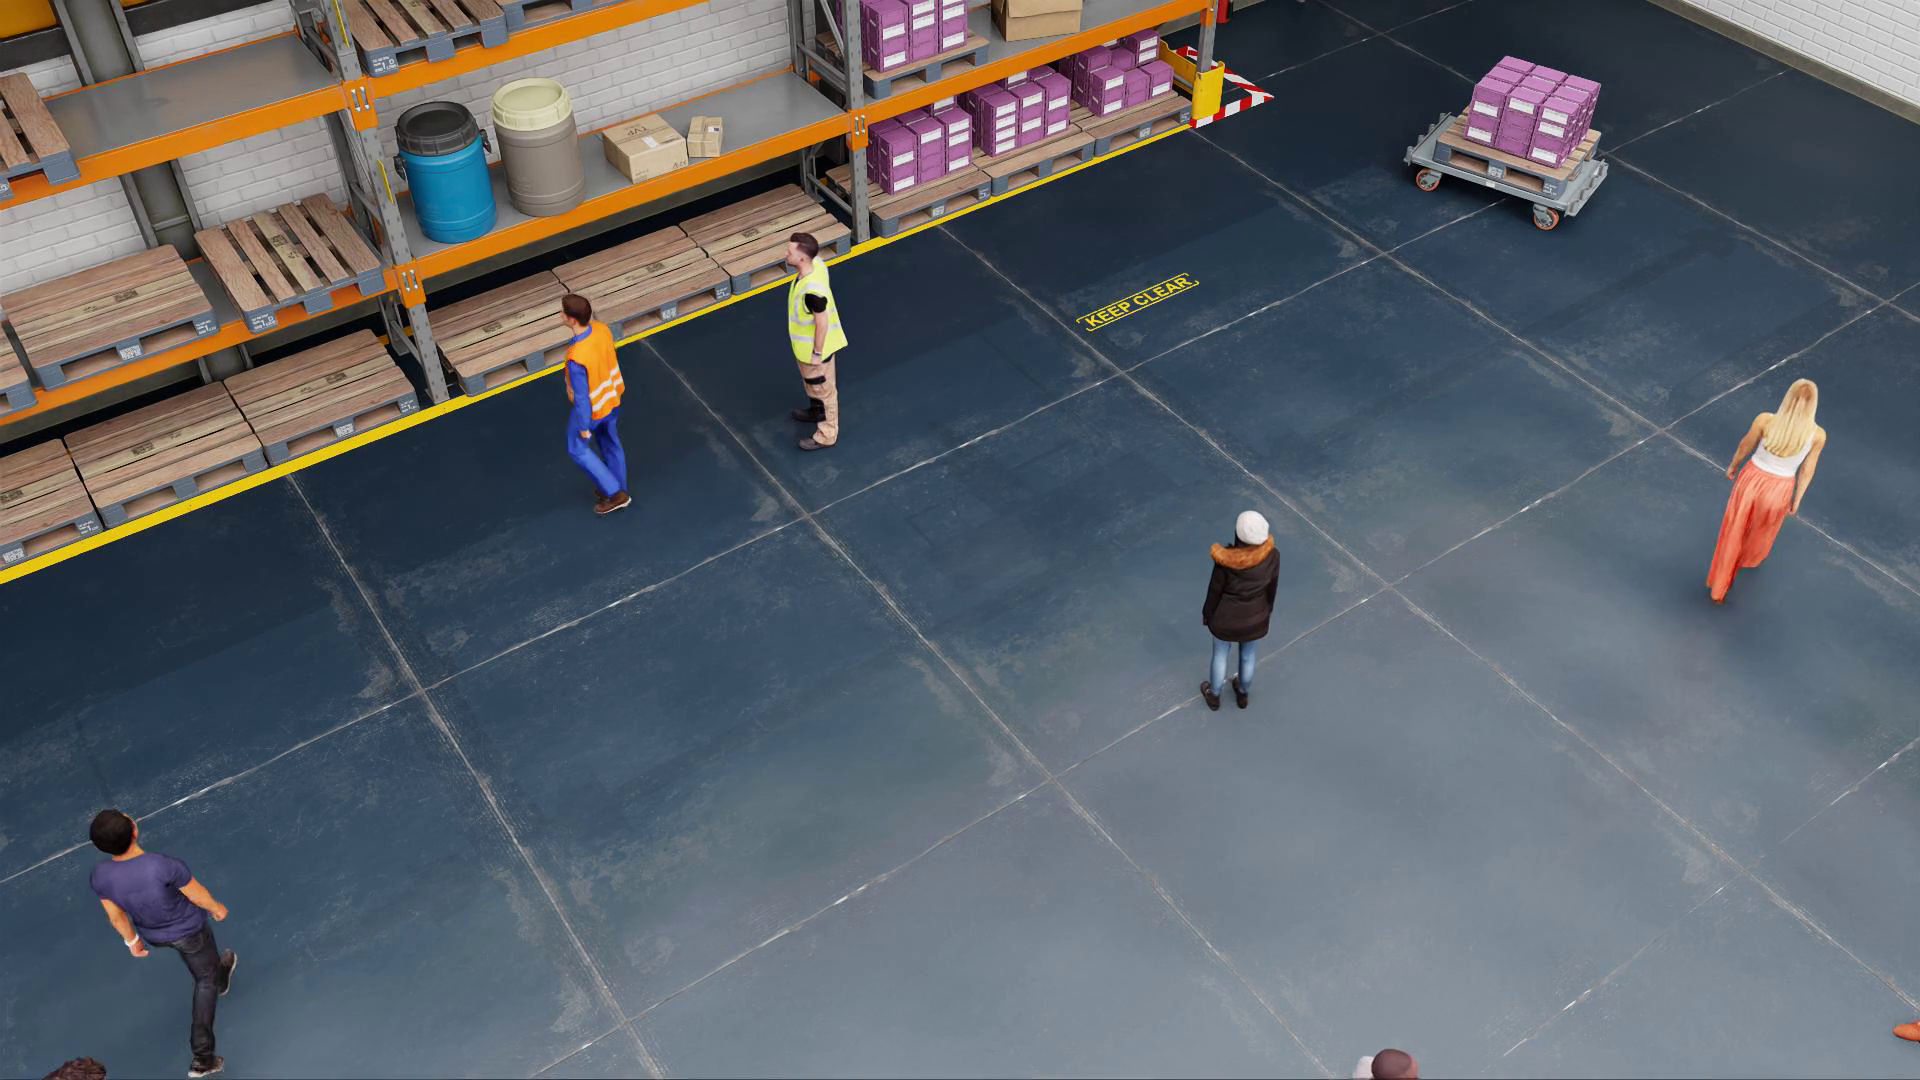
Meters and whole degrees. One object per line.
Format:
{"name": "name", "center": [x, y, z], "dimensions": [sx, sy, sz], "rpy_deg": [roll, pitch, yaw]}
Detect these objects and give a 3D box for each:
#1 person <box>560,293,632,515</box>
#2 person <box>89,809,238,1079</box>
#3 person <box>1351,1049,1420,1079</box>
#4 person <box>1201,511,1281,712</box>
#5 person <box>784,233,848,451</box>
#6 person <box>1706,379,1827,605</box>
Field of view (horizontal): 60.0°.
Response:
{"name": "person", "center": [-2.507, -0.940, 11.784], "dimensions": [0.894, 1.854, 0.806], "rpy_deg": [13, 45, 13]}
{"name": "person", "center": [-4.117, 2.090, 8.668], "dimensions": [1.143, 1.763, 1.084], "rpy_deg": [-1, 44, -1]}
{"name": "person", "center": [1.893, 2.889, 7.825], "dimensions": [0.674, 1.771, 0.688], "rpy_deg": [-7, 44, -7]}
{"name": "person", "center": [1.765, 0.454, 10.480], "dimensions": [0.691, 1.632, 0.788], "rpy_deg": [-4, 44, -4]}
{"name": "person", "center": [-1.098, -1.493, 12.371], "dimensions": [0.860, 1.844, 0.831], "rpy_deg": [-5, 44, -5]}
{"name": "person", "center": [5.349, -0.275, 11.140], "dimensions": [0.915, 1.778, 1.151], "rpy_deg": [25, 49, 24]}
